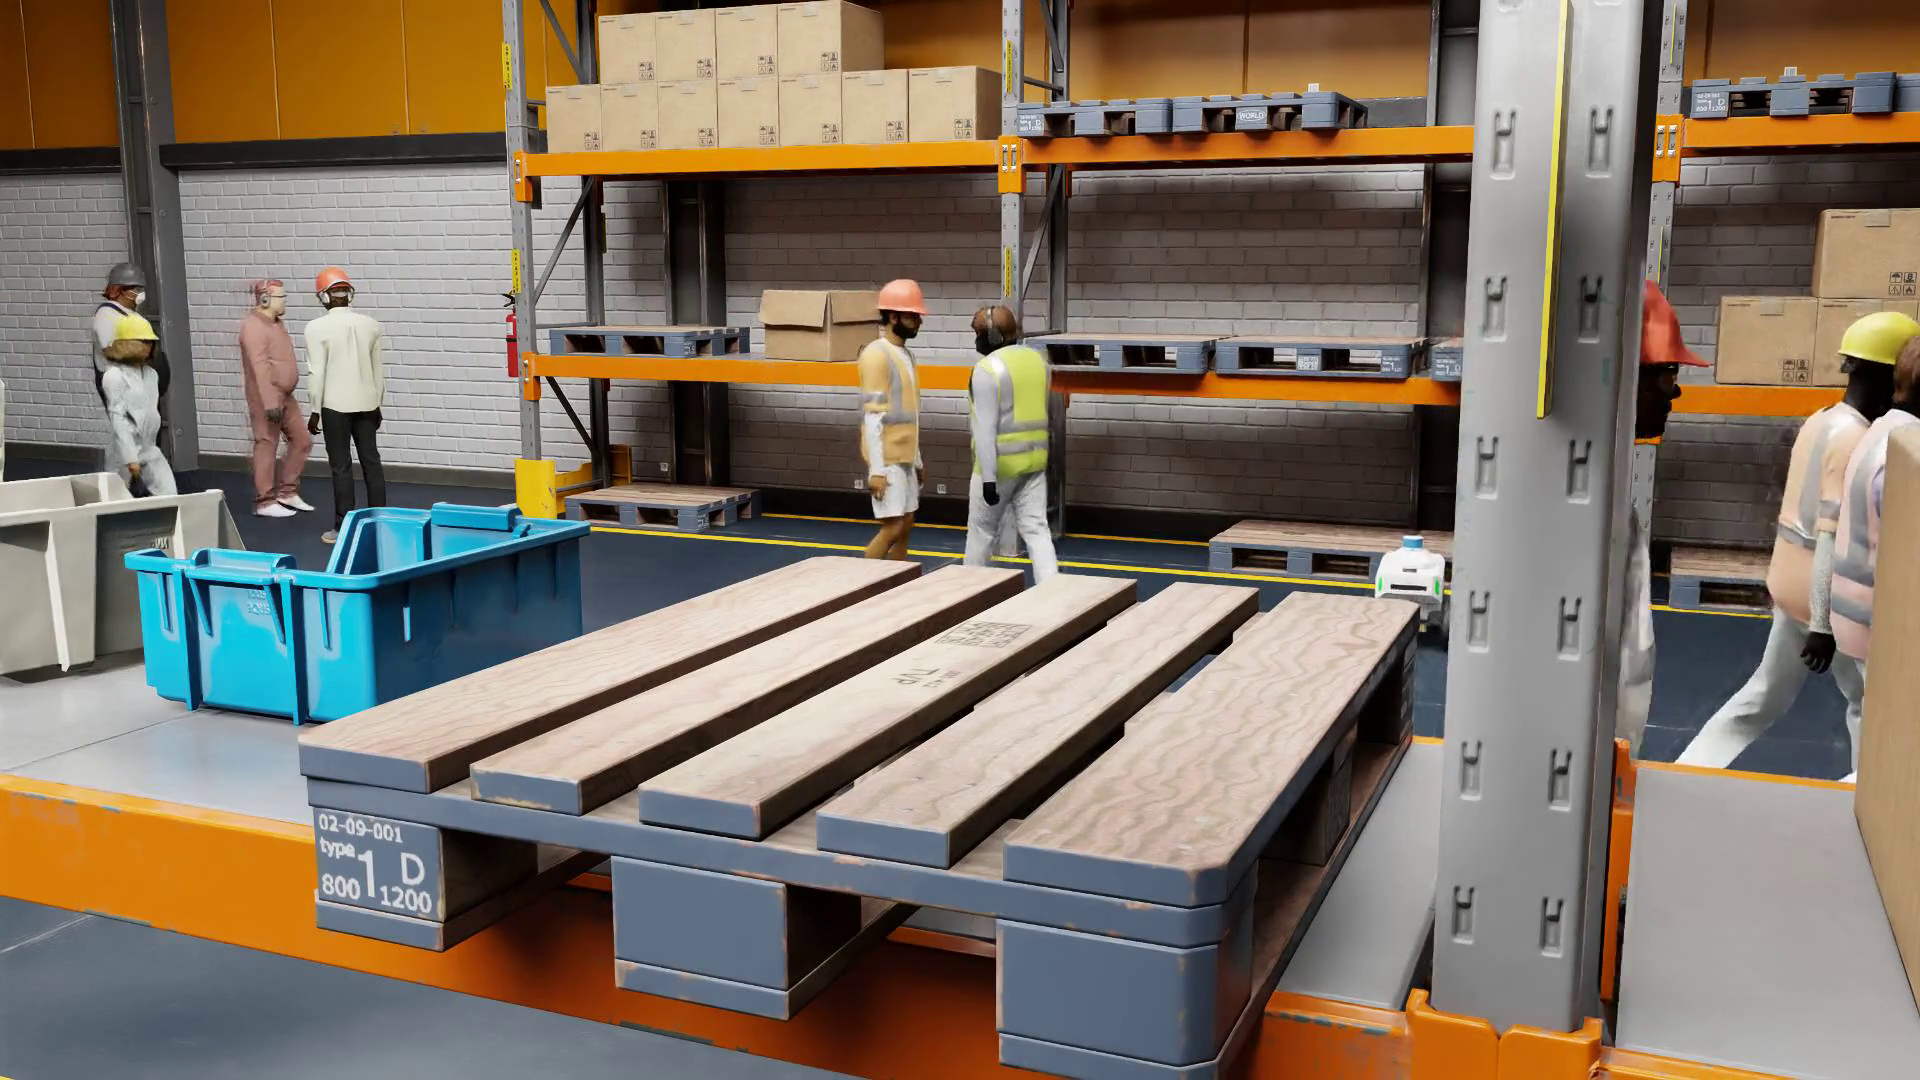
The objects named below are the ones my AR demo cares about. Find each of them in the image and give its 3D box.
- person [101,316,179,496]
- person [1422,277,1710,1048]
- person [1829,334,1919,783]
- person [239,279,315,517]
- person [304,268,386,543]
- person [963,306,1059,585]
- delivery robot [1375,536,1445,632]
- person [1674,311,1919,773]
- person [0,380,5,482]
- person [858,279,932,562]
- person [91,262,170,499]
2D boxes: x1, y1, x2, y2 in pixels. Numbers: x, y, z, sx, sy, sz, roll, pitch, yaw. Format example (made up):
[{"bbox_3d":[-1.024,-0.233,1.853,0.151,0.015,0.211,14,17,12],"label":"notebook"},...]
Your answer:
[{"bbox_3d":[-5.100,-0.544,10.379,0.936,1.690,0.504,2,10,11],"label":"person"},{"bbox_3d":[1.220,0.444,3.550,1.026,2.008,0.600,3,10,19],"label":"person"},{"bbox_3d":[2.739,0.299,4.907,0.621,1.826,0.642,5,10,25],"label":"person"},{"bbox_3d":[-5.378,-1.114,13.180,0.543,1.889,0.666,-1,9,-4],"label":"person"},{"bbox_3d":[-4.443,-0.961,12.003,0.407,1.983,0.612,7,12,35],"label":"person"},{"bbox_3d":[0.247,-0.401,9.271,0.622,1.792,0.893,-9,13,-43],"label":"person"},{"bbox_3d":[2.417,0.220,8.914,0.477,0.478,0.707,3,10,17],"label":"delivery robot"},{"bbox_3d":[2.845,0.170,5.585,0.986,1.875,0.589,3,10,16],"label":"person"},{"bbox_3d":[-5.024,-0.266,8.332,0.405,1.823,0.591,1,10,7],"label":"person"},{"bbox_3d":[-0.345,-0.459,9.141,0.380,1.934,0.567,3,10,20],"label":"person"},{"bbox_3d":[-6.639,-1.219,13.375,0.537,2.000,0.701,-1,10,-6],"label":"person"}]
